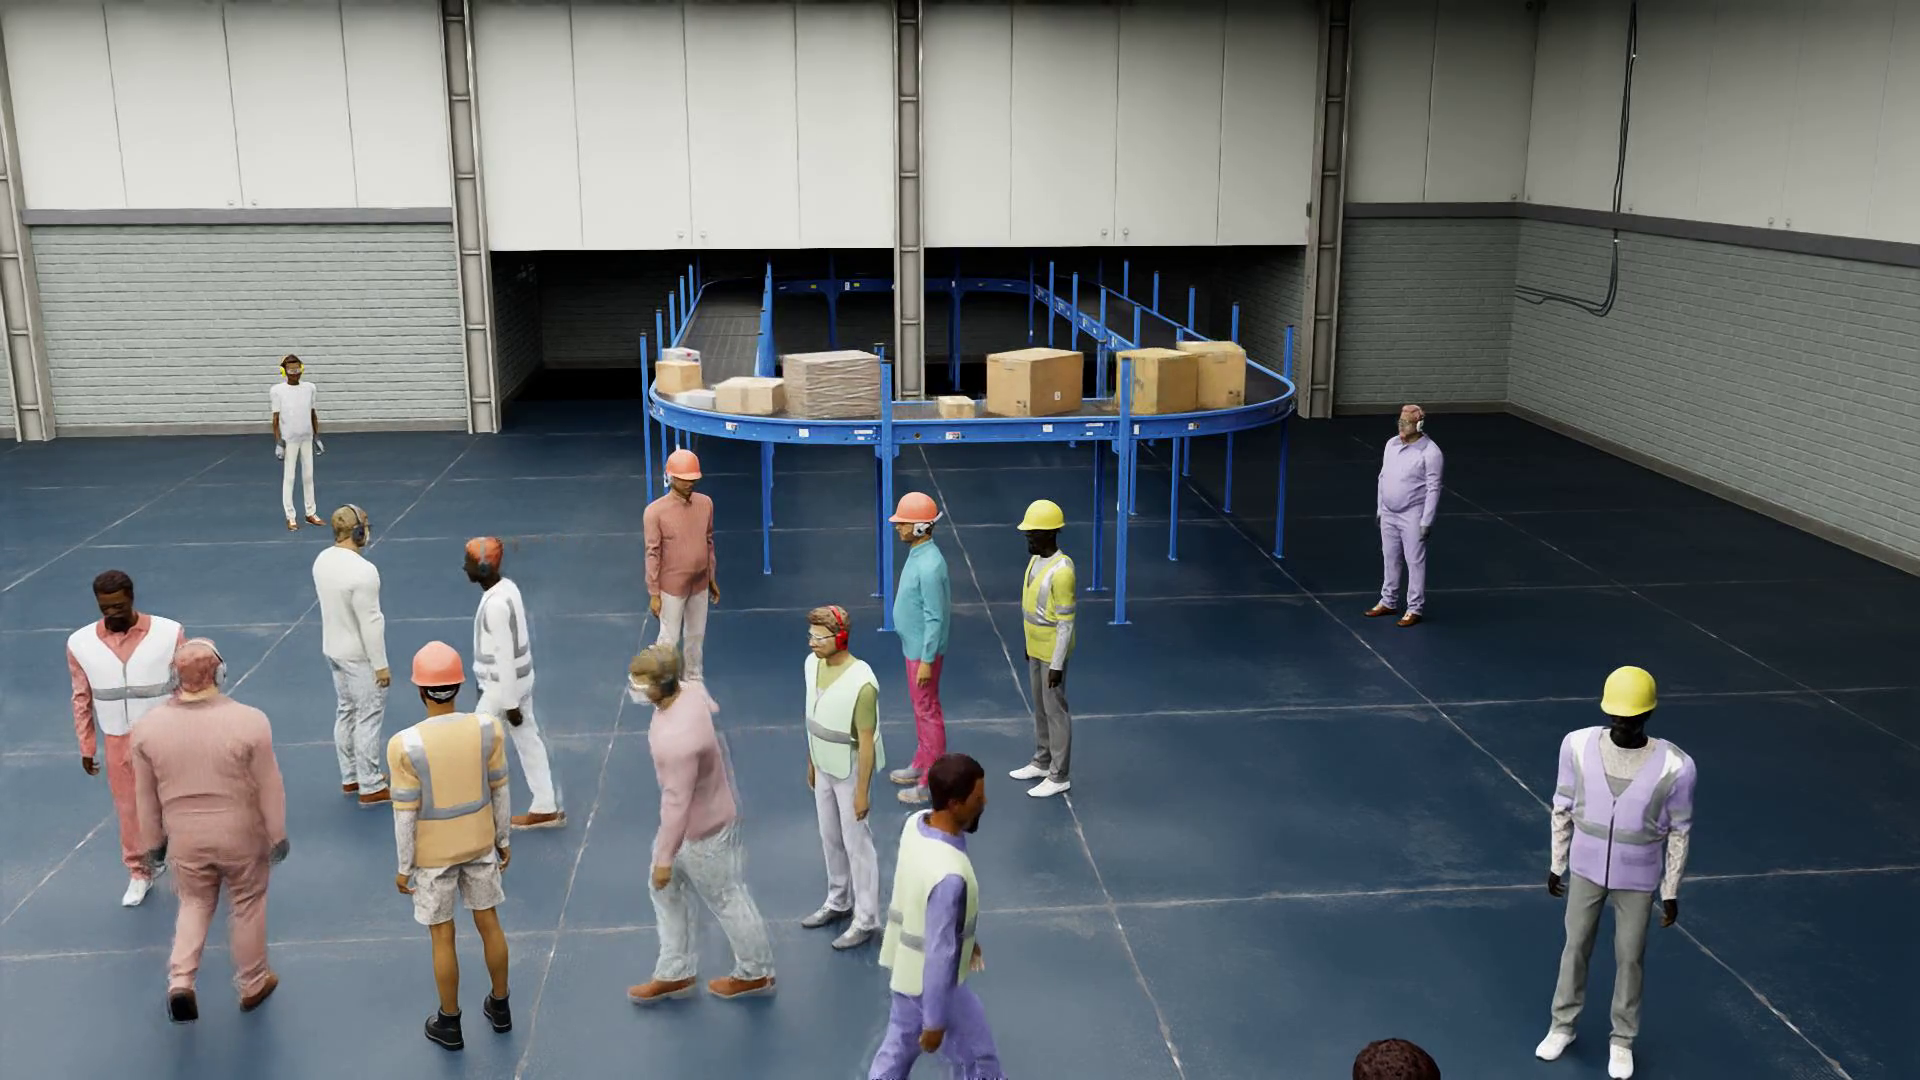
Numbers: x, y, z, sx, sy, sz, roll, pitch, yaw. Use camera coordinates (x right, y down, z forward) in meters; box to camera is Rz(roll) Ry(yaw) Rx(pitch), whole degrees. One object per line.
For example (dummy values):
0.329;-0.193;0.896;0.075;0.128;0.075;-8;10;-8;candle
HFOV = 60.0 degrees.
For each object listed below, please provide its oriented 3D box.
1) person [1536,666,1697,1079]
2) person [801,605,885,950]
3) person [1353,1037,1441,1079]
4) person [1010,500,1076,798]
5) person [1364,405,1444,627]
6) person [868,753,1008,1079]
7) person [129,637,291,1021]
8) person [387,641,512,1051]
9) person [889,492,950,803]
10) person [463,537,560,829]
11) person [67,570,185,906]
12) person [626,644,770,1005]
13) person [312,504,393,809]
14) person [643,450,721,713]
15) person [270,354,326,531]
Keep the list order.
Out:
2.936;1.481;7.459;0.589;1.928;0.385;9;17;33;person
-0.605;1.216;8.708;0.382;1.836;0.564;-10;17;-35;person
1.070;2.224;4.532;0.387;1.910;0.592;4;14;14;person
0.544;0.685;10.643;0.370;1.927;0.588;-4;15;-16;person
3.811;-0.218;14.289;0.407;1.913;0.641;-9;16;-31;person
-0.006;1.723;6.625;1.023;1.858;0.600;-5;15;-17;person
-3.537;1.391;7.893;0.657;1.891;0.558;-1;14;-3;person
-2.364;1.409;7.726;0.552;1.935;0.374;-11;17;-36;person
-0.253;0.672;10.557;0.382;1.993;0.622;-2;14;-9;person
-2.856;0.884;9.991;0.855;1.849;0.574;-1;14;-3;person
-4.523;1.070;9.151;0.604;1.906;0.405;-5;15;-18;person
-1.303;1.381;7.952;0.825;1.878;0.644;-3;14;-13;person
-3.803;0.727;10.481;0.636;1.930;0.384;13;19;41;person
-1.977;0.324;11.957;0.398;1.989;0.621;12;18;40;person
-7.030;-1.049;17.697;0.520;1.873;0.335;-14;19;-43;person
